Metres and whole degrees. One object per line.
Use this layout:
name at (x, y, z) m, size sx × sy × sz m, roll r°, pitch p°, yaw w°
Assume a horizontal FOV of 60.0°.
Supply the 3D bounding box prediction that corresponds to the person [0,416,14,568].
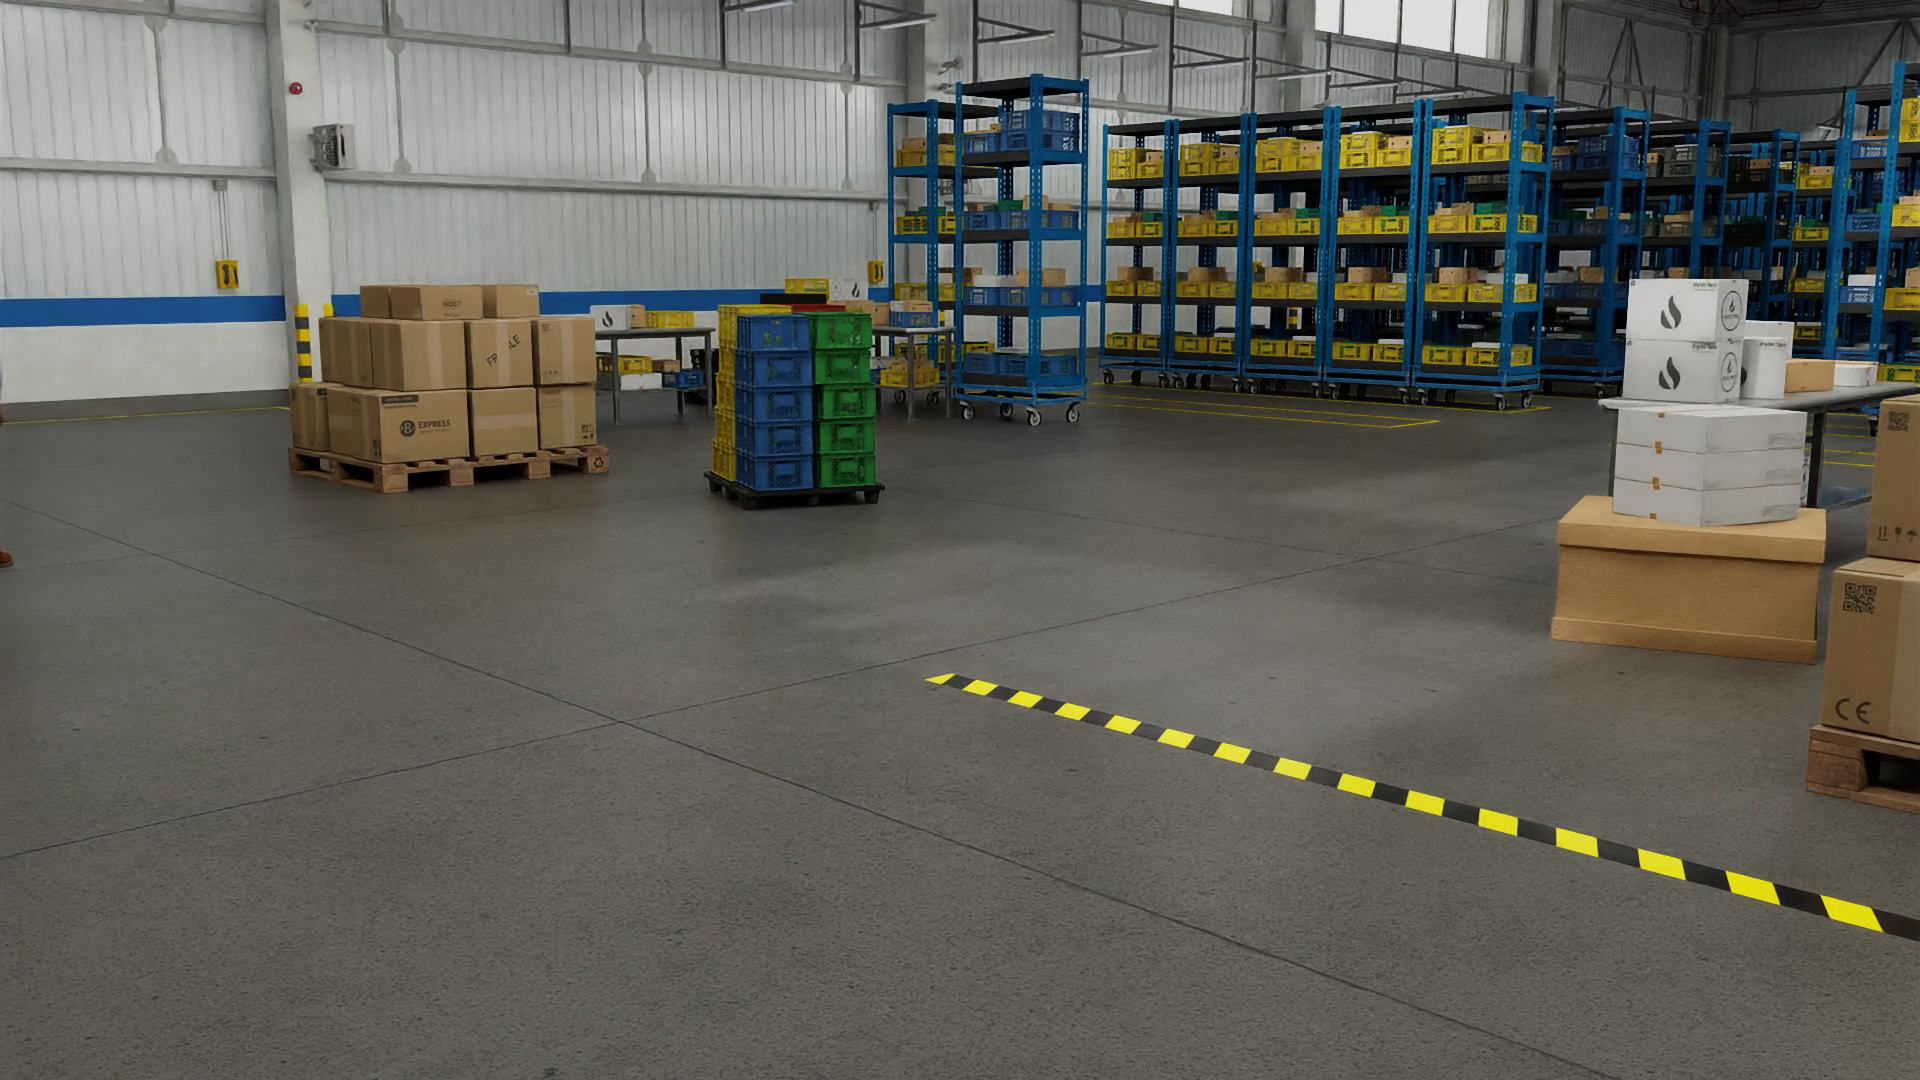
person at (-5.566, -0.777, 9.081) m, size 0.605 × 1.948 × 0.404 m, roll -2°, pitch 10°, yaw -14°
